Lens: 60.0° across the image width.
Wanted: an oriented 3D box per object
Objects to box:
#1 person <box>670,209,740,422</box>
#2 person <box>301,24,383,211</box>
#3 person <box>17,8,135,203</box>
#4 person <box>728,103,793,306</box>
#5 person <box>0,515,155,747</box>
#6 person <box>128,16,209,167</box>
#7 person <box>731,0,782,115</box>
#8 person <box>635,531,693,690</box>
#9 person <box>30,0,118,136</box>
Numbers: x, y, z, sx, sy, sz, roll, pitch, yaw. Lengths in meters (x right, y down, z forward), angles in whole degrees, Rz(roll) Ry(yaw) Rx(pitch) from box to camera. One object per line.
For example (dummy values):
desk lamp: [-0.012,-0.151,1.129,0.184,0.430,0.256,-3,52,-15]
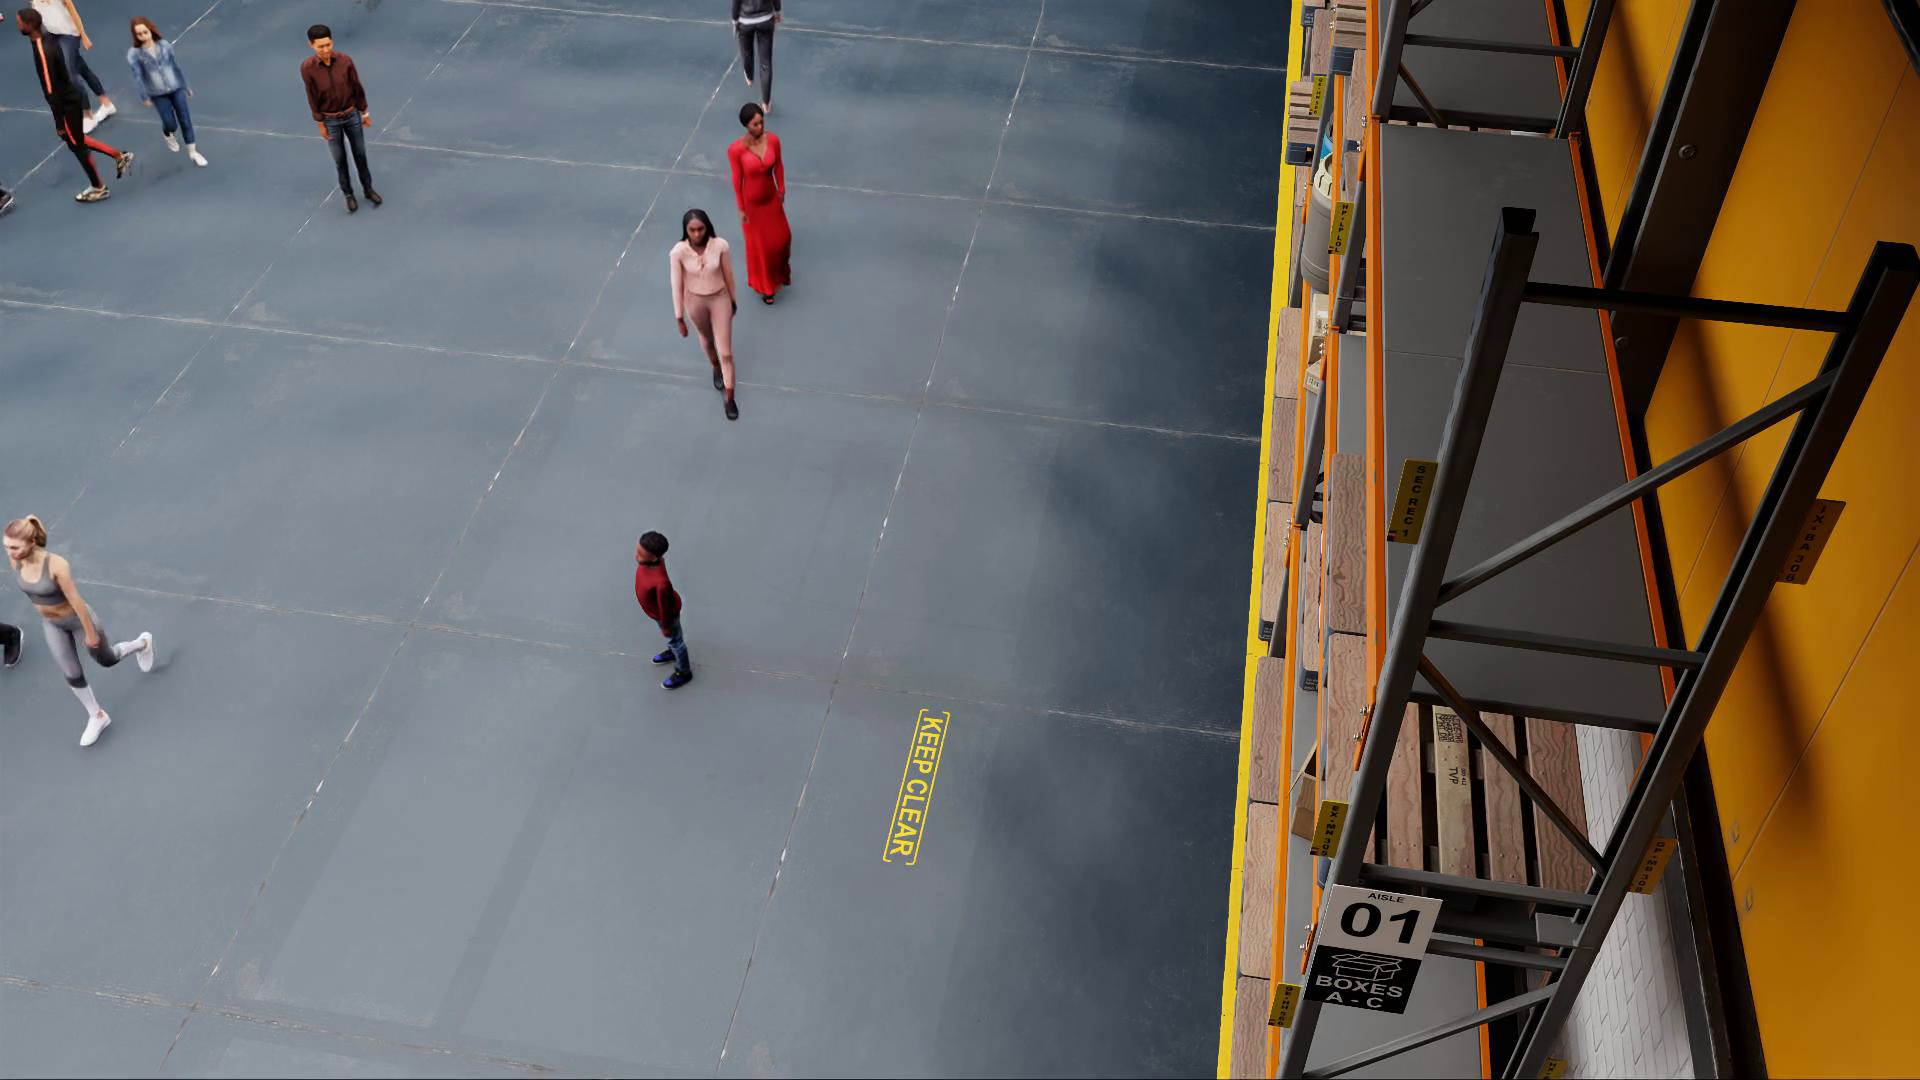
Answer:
person: [-1.947,-1.831,12.763,0.871,1.688,1.071,-8,44,-9]
person: [-5.489,-3.744,14.711,0.713,1.770,0.753,-22,48,-21]
person: [-7.884,-3.893,14.850,0.956,1.795,0.922,-18,47,-18]
person: [-1.668,-2.808,13.725,0.806,1.787,0.858,-19,47,-19]
person: [-5.482,0.465,10.359,0.544,1.681,1.017,7,44,8]
person: [-7.374,-4.168,15.378,0.845,1.465,0.803,34,53,30]
person: [-1.958,-4.945,16.000,0.870,1.733,1.119,-7,44,-7]
person: [-1.904,0.418,10.717,0.636,1.253,0.553,-16,46,-16]
person: [-8.441,-4.823,15.828,0.766,1.793,0.876,25,49,24]
